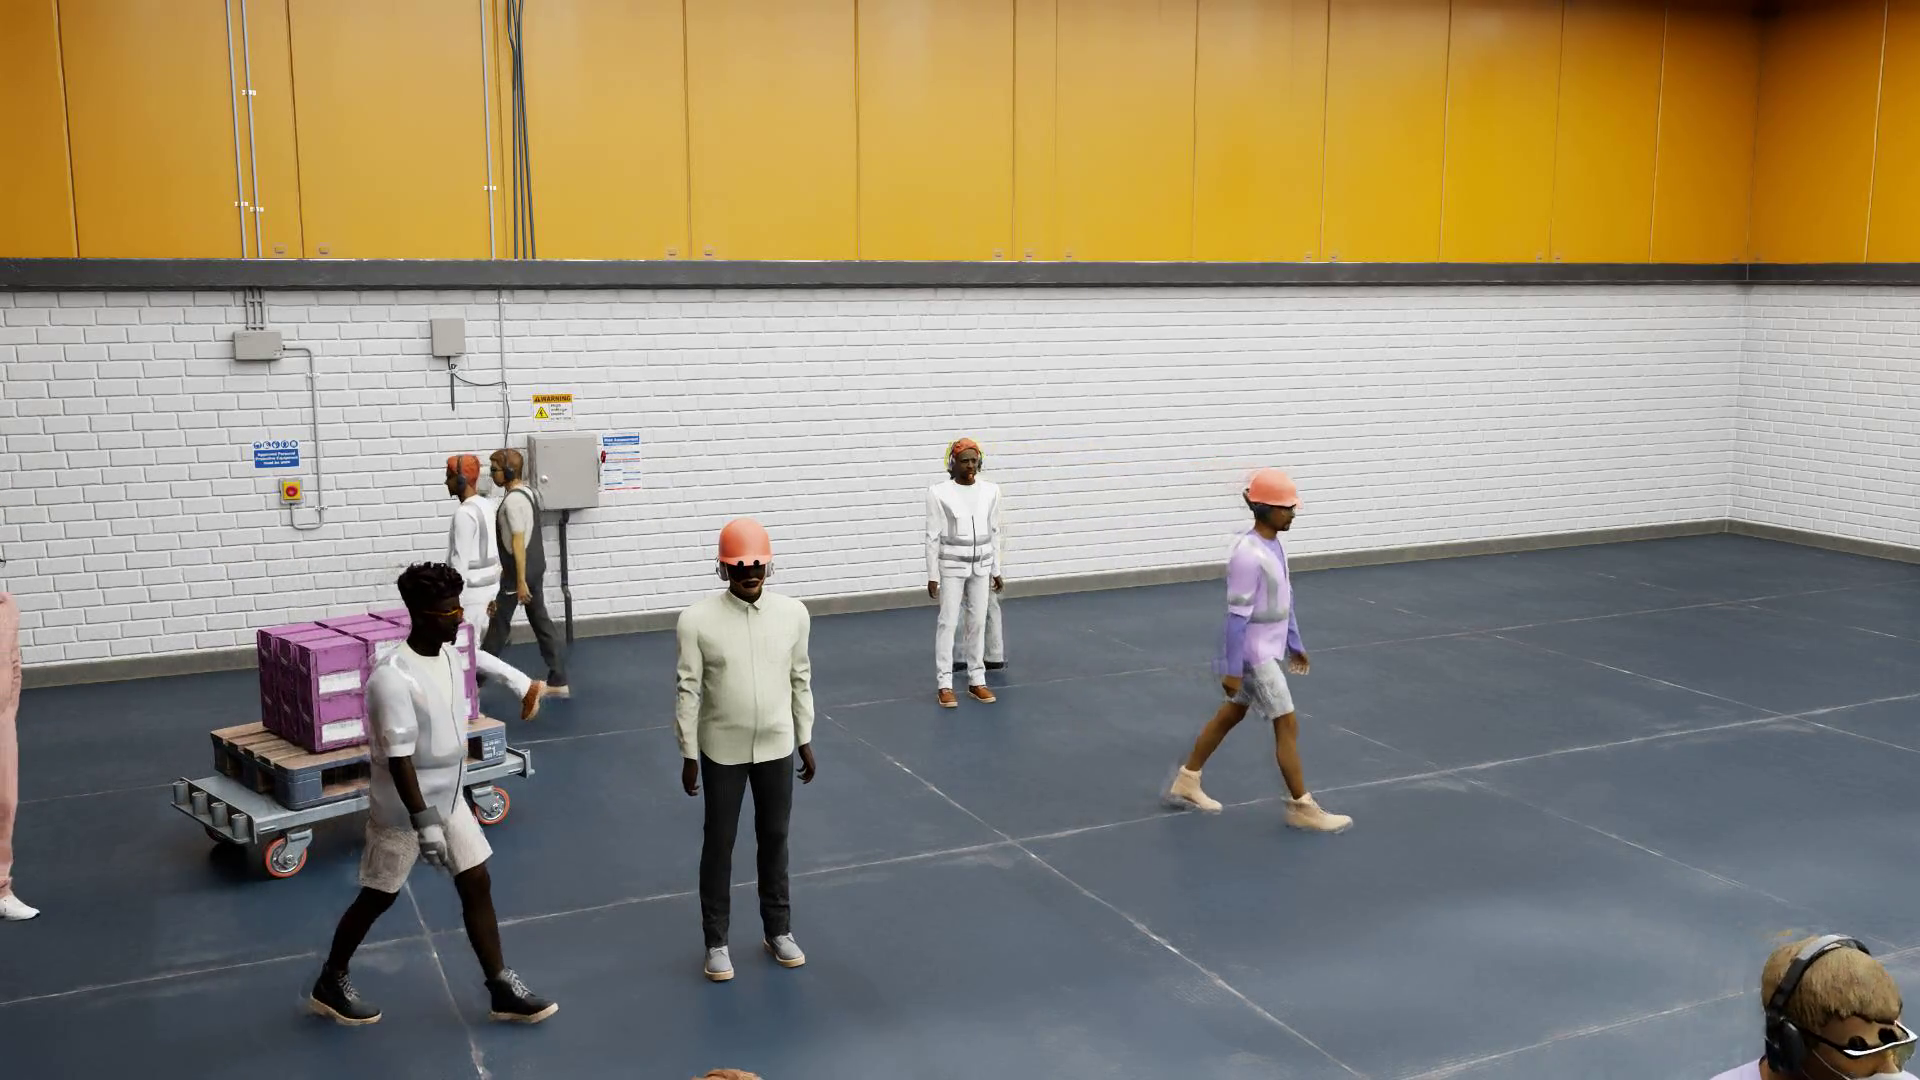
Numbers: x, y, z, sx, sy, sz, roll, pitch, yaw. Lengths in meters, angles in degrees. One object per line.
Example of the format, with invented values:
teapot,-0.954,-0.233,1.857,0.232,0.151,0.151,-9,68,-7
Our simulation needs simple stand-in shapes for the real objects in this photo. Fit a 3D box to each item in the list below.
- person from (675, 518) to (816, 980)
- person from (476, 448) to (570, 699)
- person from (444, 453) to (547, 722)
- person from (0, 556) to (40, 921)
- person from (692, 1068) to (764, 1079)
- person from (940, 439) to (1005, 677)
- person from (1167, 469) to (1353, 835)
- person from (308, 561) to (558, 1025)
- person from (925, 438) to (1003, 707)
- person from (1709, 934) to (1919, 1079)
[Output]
person,-0.916,0.890,7.189,0.622,1.993,0.382,-4,10,-25
person,-3.213,0.250,11.747,0.940,1.799,0.534,1,9,4
person,-3.141,0.353,10.918,0.722,1.858,0.586,-1,9,-4
person,-4.691,0.870,7.710,0.649,1.875,0.670,3,10,20
person,-0.420,1.741,3.053,0.534,1.616,0.458,-8,12,-41
person,0.059,0.135,12.471,0.628,1.794,0.608,1,9,3
person,1.620,0.592,9.100,1.054,1.995,0.611,4,10,21
person,-2.178,1.023,6.632,1.014,1.920,0.606,2,9,15
person,0.033,0.225,11.656,0.584,1.882,0.346,-4,10,-25
person,1.454,1.596,3.024,0.659,1.923,0.490,-4,10,-23
